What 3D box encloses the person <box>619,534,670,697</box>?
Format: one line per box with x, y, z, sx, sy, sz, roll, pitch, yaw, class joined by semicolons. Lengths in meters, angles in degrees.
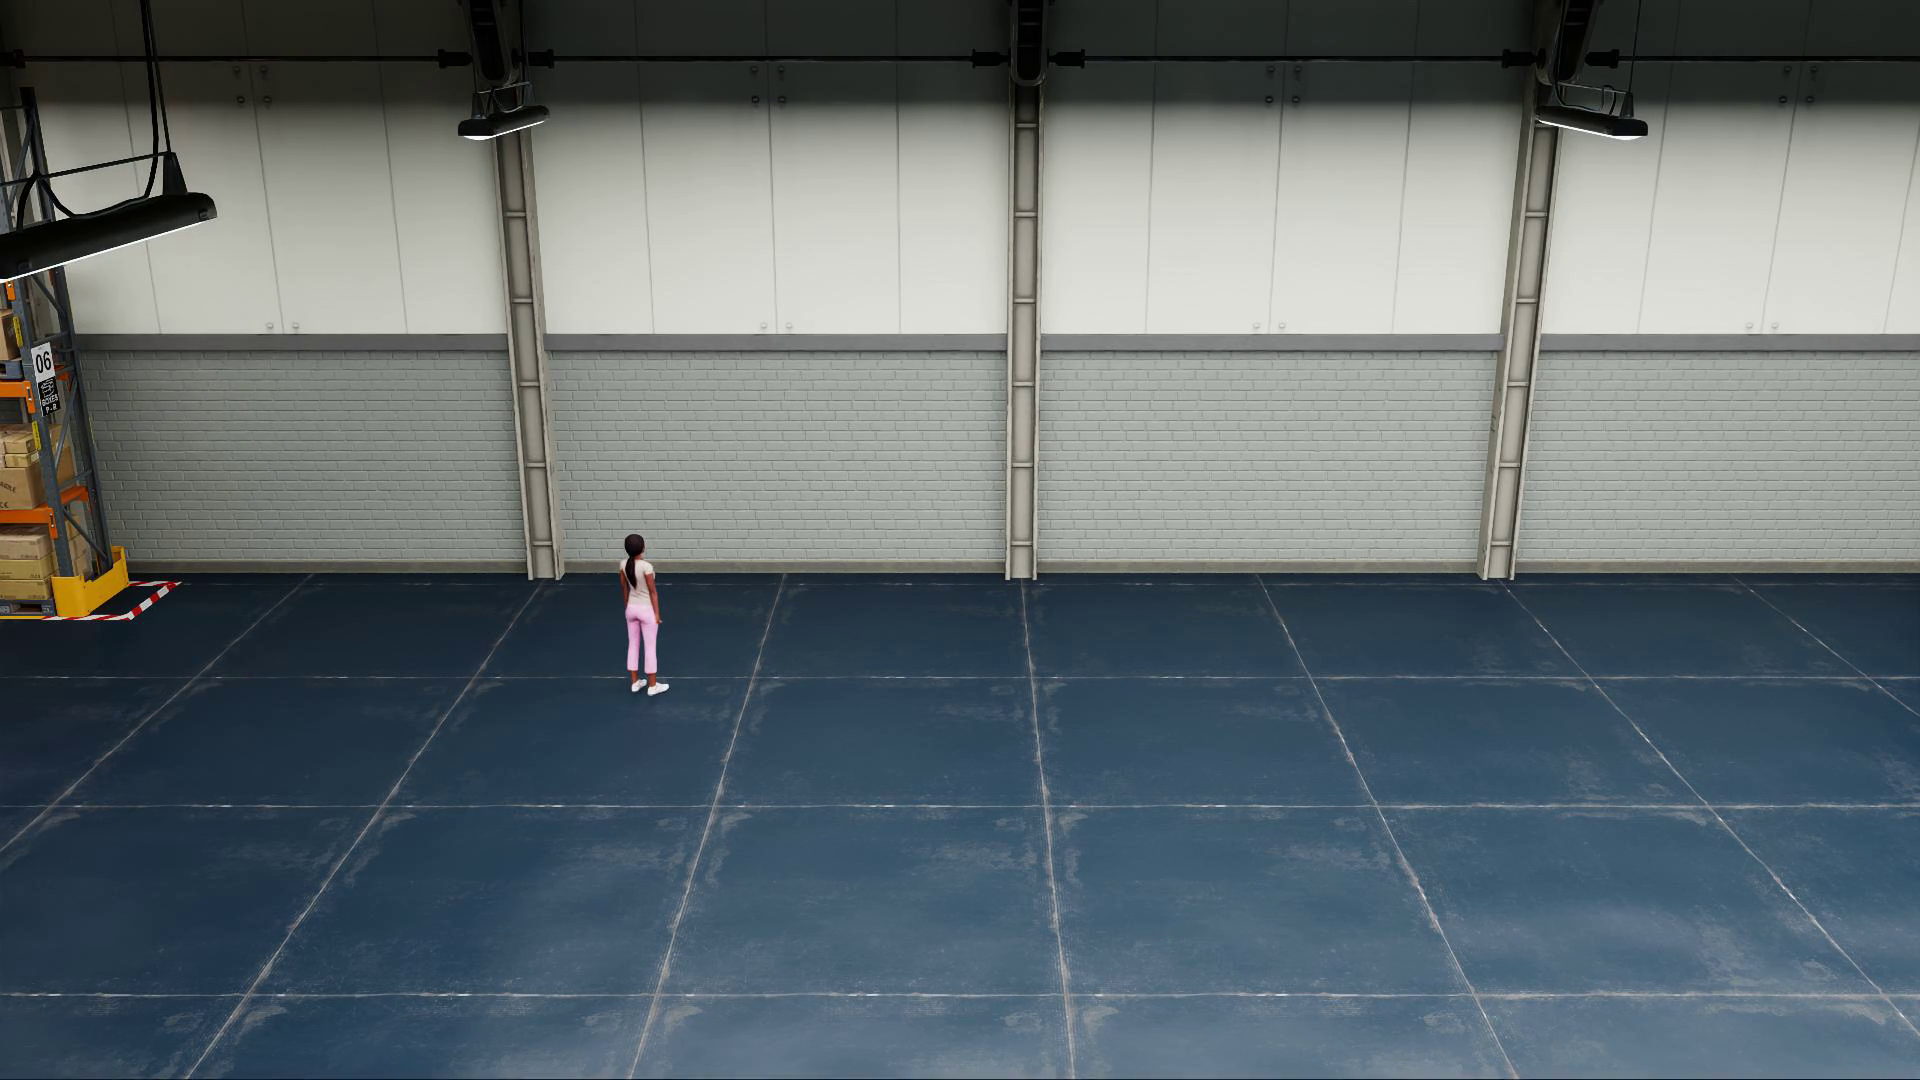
-3.316;0.759;17.280;0.595;1.740;0.714;9;20;26;person
